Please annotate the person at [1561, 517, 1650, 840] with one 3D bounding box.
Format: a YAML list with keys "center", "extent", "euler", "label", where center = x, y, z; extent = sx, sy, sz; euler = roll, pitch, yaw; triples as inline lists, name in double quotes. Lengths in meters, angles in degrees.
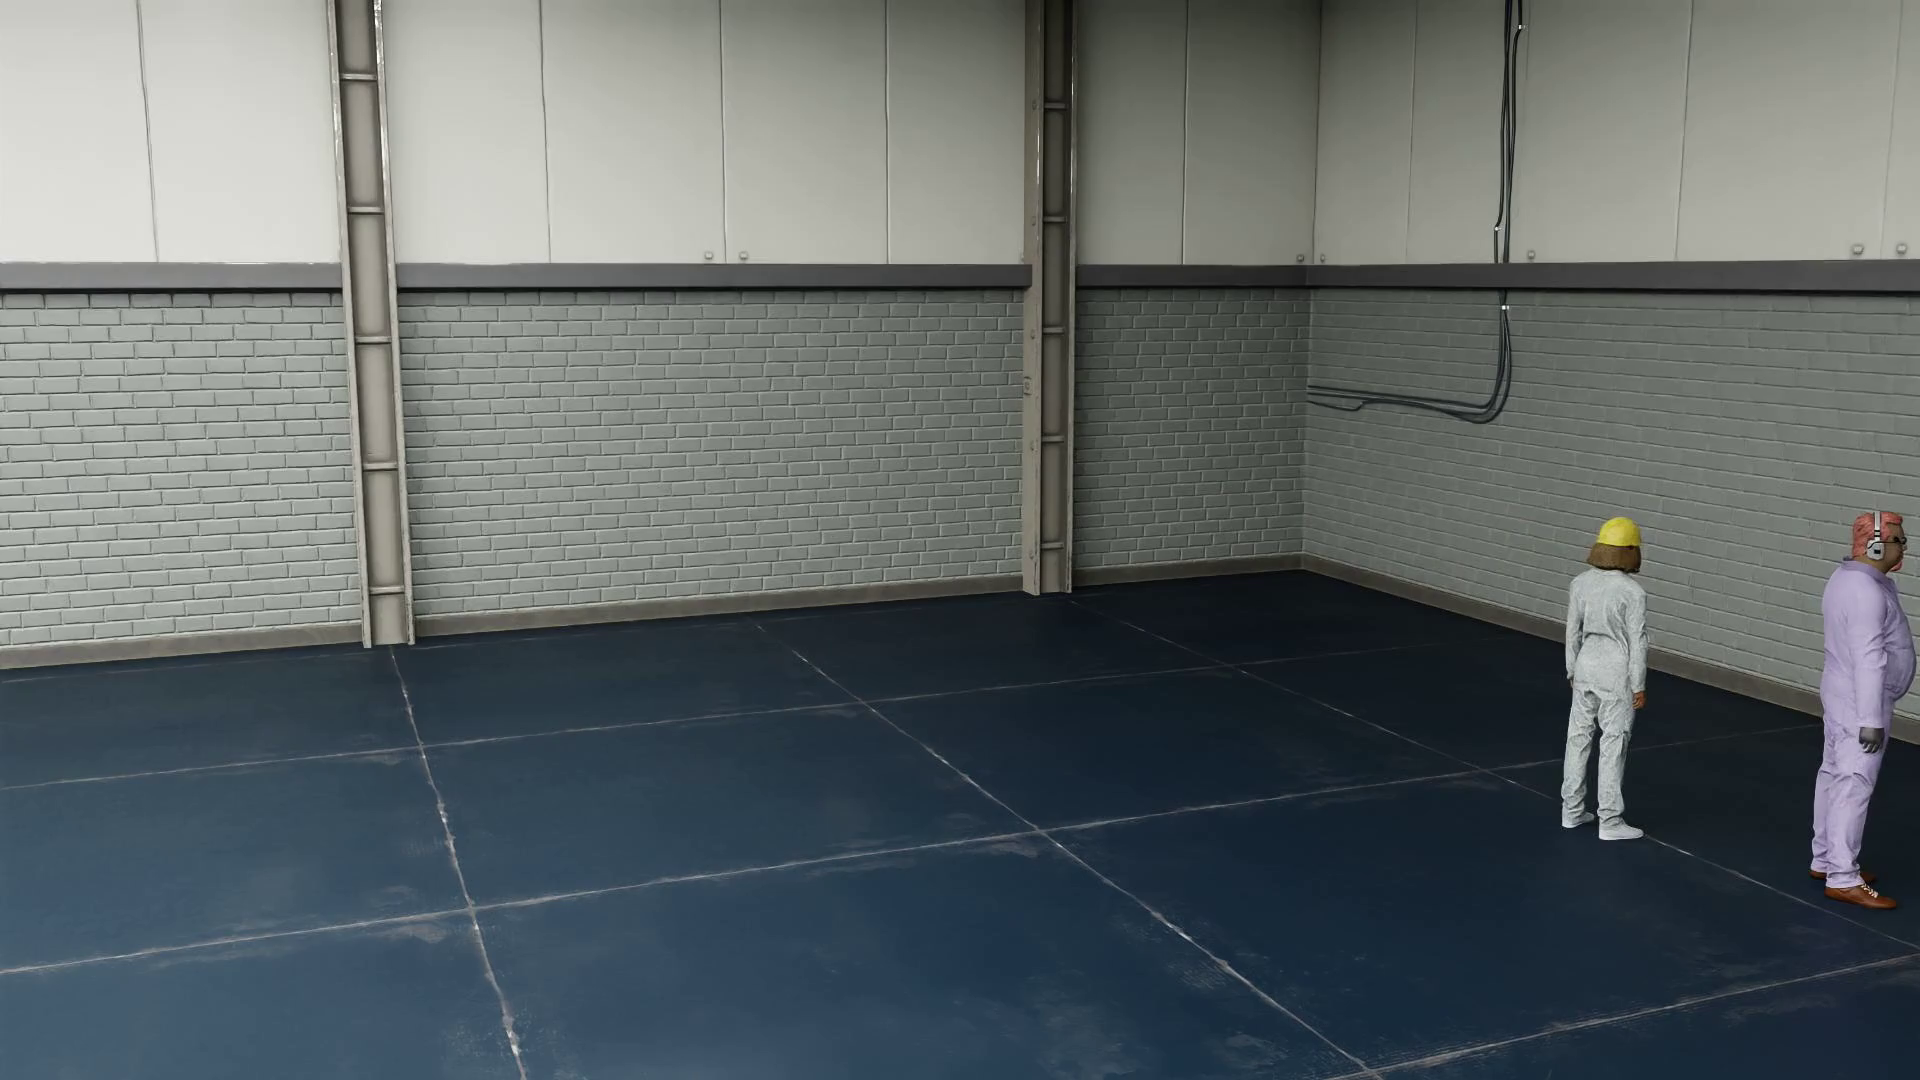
- center: [3.513, 0.740, 9.009]
  extent: [0.325, 1.740, 0.492]
  euler: [-5, 10, -29]
  label: "person"

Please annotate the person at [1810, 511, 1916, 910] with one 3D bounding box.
- center: [4.394, 0.805, 8.082]
  extent: [0.409, 1.908, 0.639]
  euler: [3, 9, 17]
  label: "person"
